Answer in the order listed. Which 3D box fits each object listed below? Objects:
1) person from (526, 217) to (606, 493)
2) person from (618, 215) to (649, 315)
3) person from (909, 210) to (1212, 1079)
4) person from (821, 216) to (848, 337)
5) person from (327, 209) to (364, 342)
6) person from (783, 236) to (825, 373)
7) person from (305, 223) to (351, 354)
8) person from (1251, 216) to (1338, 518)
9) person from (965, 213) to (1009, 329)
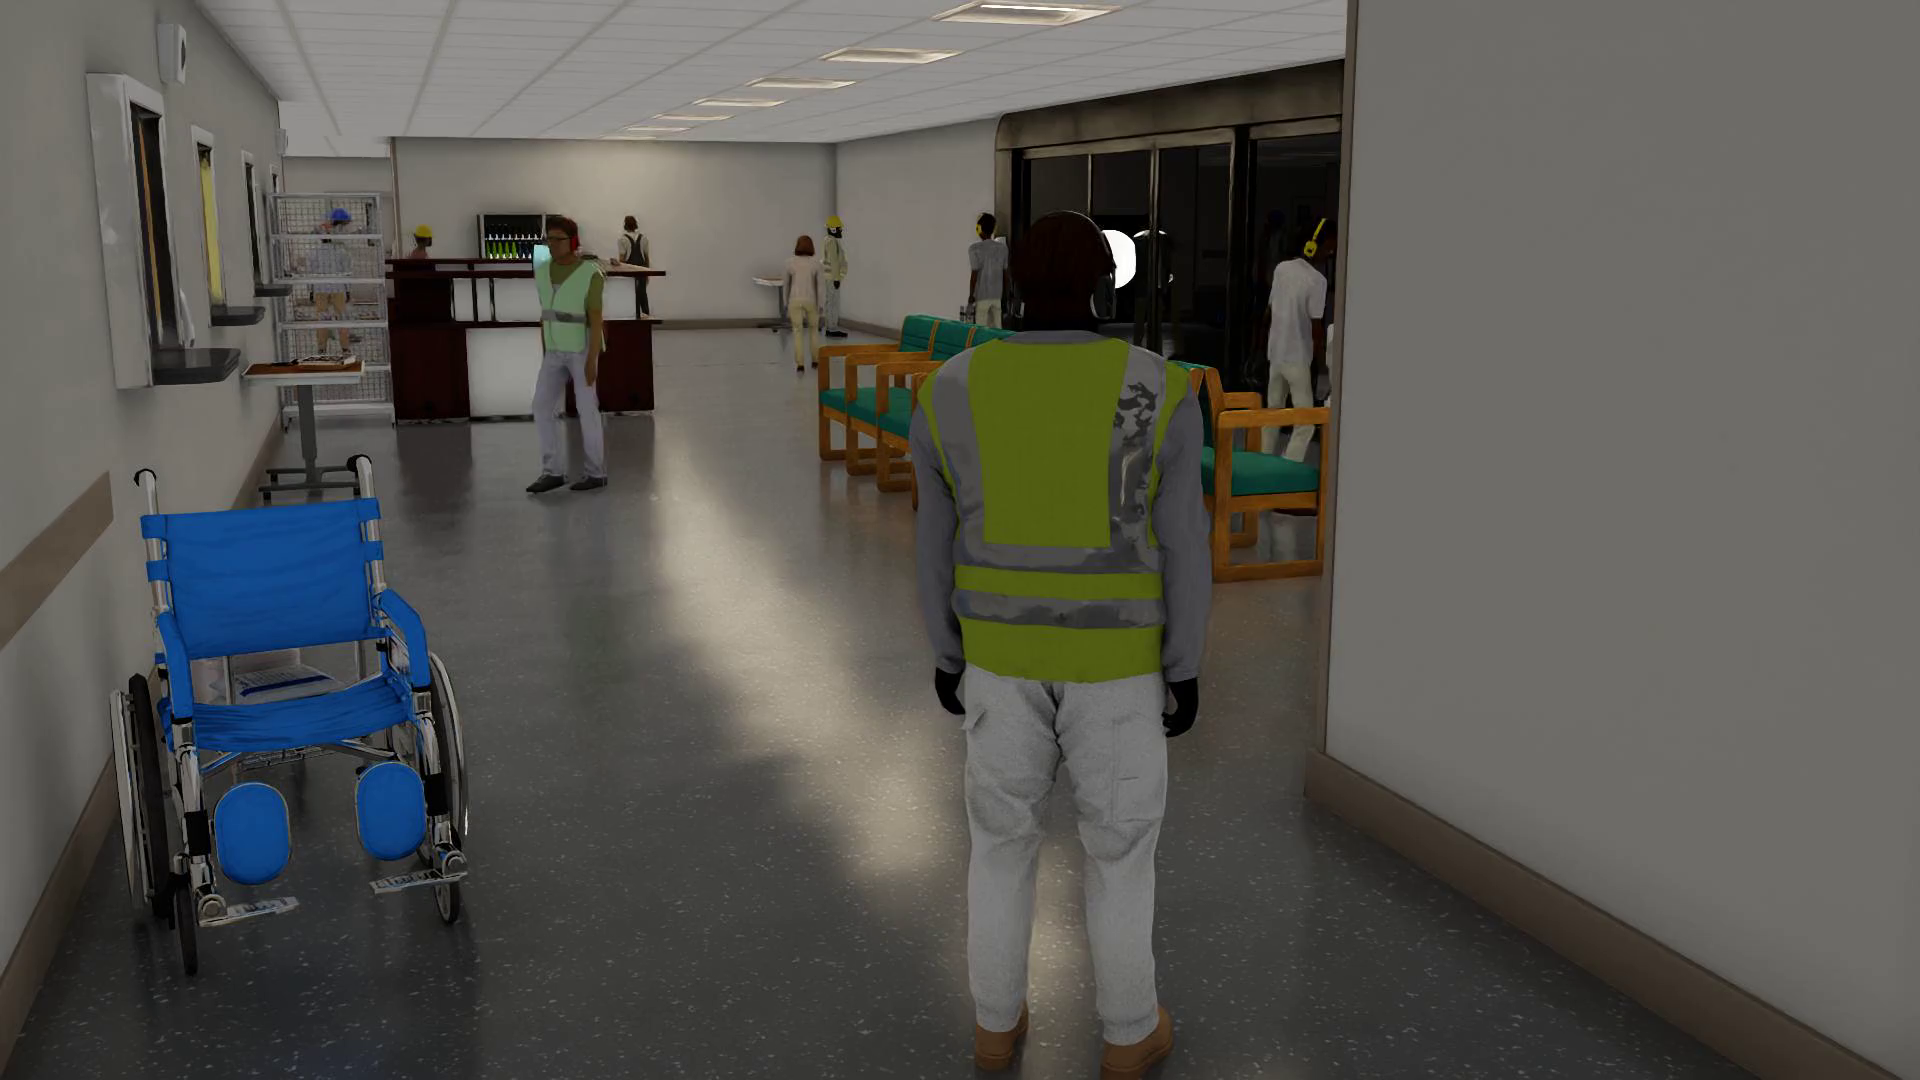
[{"bbox_3d":[-2.641,-1.203,10.979,0.603,1.815,0.719,6,13,30],"label":"person"},{"bbox_3d":[-5.079,-4.120,25.902,0.506,1.839,0.345,-7,13,-30],"label":"person"},{"bbox_3d":[0.219,0.242,3.518,0.623,1.844,0.429,3,11,15],"label":"person"},{"bbox_3d":[-1.910,-4.005,25.325,0.403,1.835,0.586,-3,11,-14],"label":"person"},{"bbox_3d":[-9.031,-3.838,24.203,0.496,1.933,0.625,-2,11,-12],"label":"person"},{"bbox_3d":[-1.852,-2.807,19.780,0.518,1.591,0.812,0,11,0],"label":"person"},{"bbox_3d":[-8.461,-3.371,22.316,0.563,1.742,0.361,-4,12,-18],"label":"person"},{"bbox_3d":[2.032,-1.073,10.304,0.341,1.835,0.675,-6,12,-27],"label":"person"},{"bbox_3d":[0.292,-2.554,17.797,0.533,1.868,0.310,-7,13,-32],"label":"person"}]
